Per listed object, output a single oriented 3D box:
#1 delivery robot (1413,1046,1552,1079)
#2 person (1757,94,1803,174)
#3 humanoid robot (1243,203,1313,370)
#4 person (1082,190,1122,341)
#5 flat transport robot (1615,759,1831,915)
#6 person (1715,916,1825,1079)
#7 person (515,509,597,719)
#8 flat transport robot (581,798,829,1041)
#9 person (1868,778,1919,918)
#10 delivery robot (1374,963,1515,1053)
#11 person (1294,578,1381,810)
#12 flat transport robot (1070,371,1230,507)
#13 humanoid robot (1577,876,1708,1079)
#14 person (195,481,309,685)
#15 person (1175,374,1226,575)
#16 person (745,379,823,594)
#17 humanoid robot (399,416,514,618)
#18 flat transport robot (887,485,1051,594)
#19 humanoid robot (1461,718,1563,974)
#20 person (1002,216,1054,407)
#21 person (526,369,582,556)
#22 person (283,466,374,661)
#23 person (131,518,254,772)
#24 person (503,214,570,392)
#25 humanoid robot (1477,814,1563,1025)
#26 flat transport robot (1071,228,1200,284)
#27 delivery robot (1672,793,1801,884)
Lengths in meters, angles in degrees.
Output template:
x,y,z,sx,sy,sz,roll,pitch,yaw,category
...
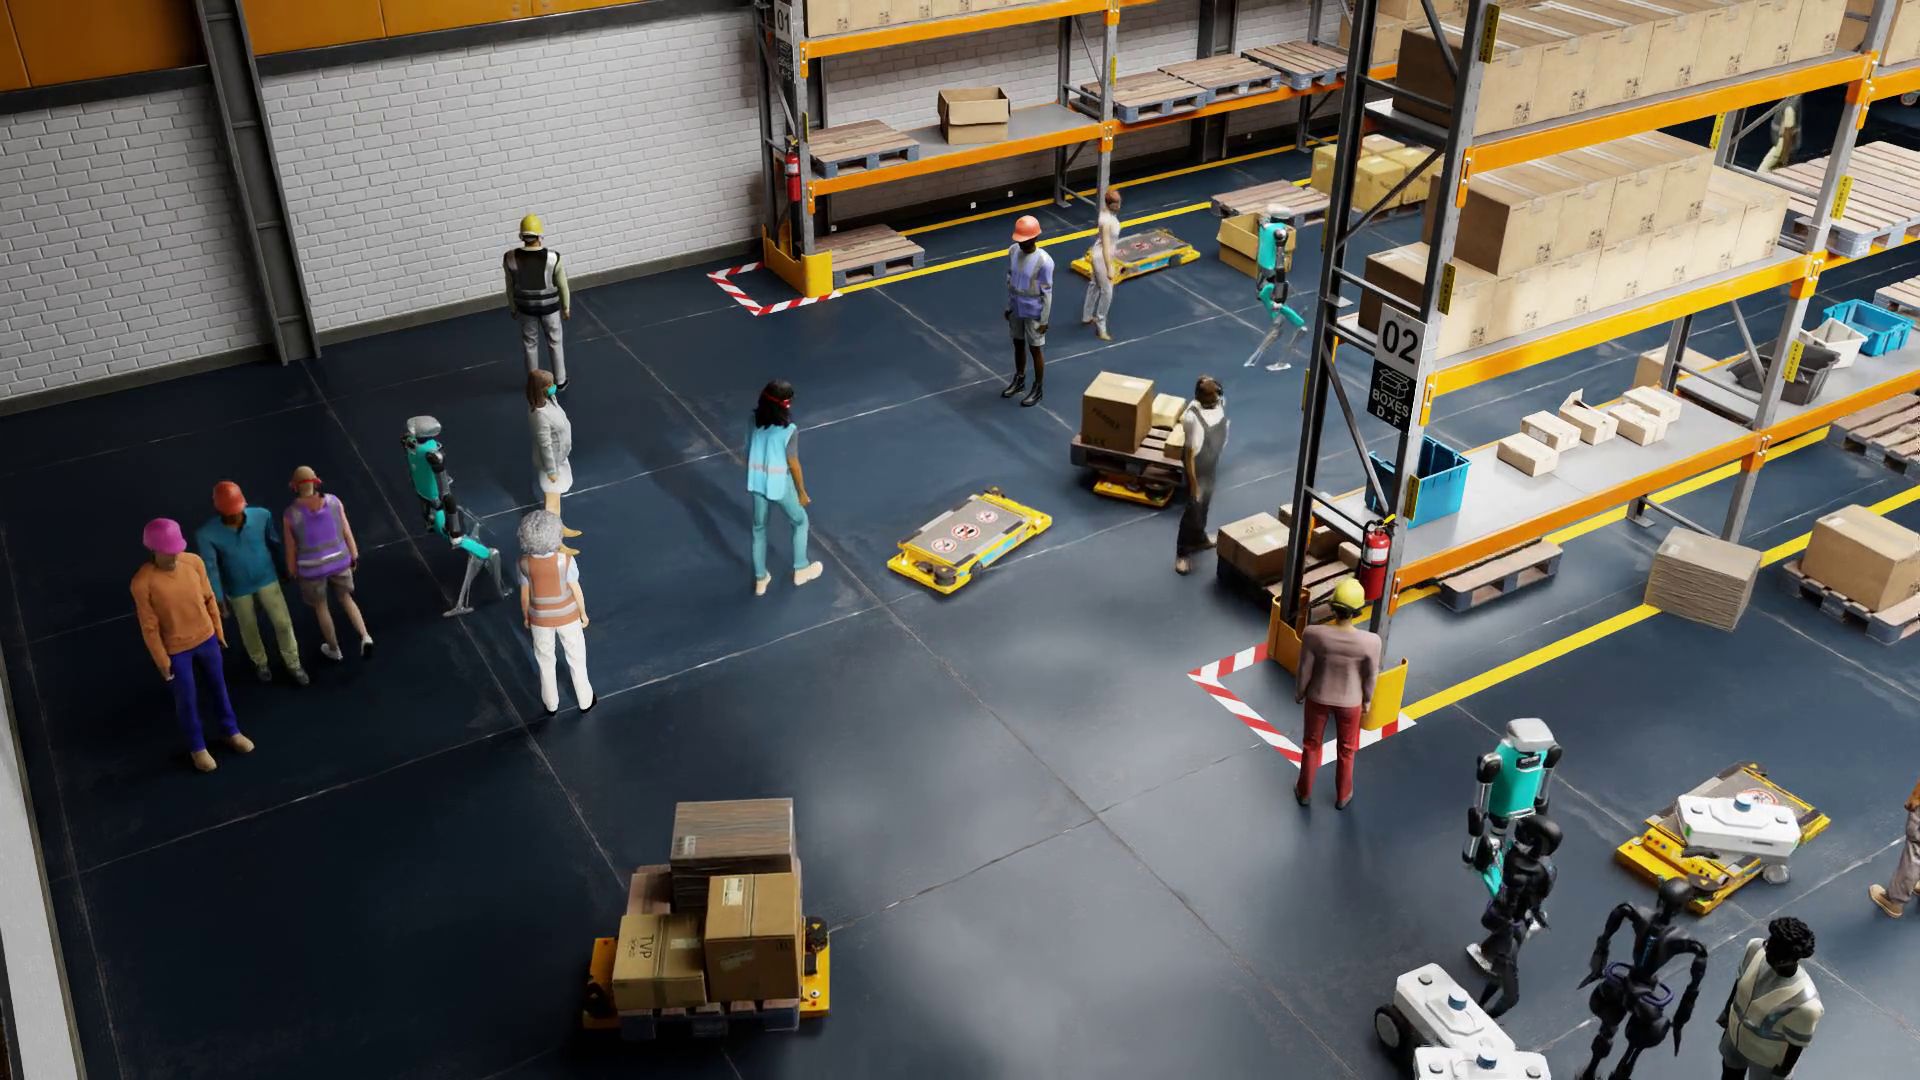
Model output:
x,y,z,sx,sy,sz,roll,pitch,yaw,category
2.847,3.000,9.046,0.811,0.611,0.499,2,32,3,delivery robot
10.138,-4.833,20.346,0.840,1.810,0.577,15,35,22,person
3.244,-2.516,16.736,0.765,1.813,0.564,-8,33,-13,humanoid robot
1.484,-2.939,17.488,0.377,1.627,0.548,5,32,7,person
5.064,1.936,10.996,1.431,0.231,0.659,-21,38,-29,flat transport robot
4.133,2.594,8.610,0.319,1.692,0.535,-8,33,-12,person
-2.898,0.541,11.880,0.458,1.688,0.305,-3,32,-5,person
-1.503,2.584,9.963,1.431,0.231,0.659,-2,32,-3,flat transport robot
6.038,1.552,10.198,0.461,1.769,0.344,-7,33,-10,person
2.767,2.764,9.401,0.499,0.589,0.784,-14,35,-21,delivery robot
2.479,1.032,11.036,0.524,1.760,0.335,8,33,12,person
1.772,-0.762,15.300,0.659,0.231,1.431,13,34,20,flat transport robot
3.572,2.450,8.854,0.432,1.637,0.593,-28,41,-36,humanoid robot
-5.168,0.340,12.162,0.578,1.730,0.643,-20,37,-29,person
2.014,-0.600,13.602,0.349,1.813,0.682,23,39,32,person
-1.446,-0.431,13.296,0.509,1.842,0.600,16,35,23,person
-3.869,-0.208,13.121,0.785,1.858,0.553,-28,41,-37,humanoid robot
0.093,-0.017,14.112,0.659,0.231,1.431,23,39,32,flat transport robot
3.255,1.914,9.677,0.537,1.824,0.666,-11,34,-17,humanoid robot
0.639,-2.219,16.067,0.376,1.930,0.541,-28,41,-37,person
-3.373,-0.658,13.822,0.336,1.659,0.496,-3,32,-5,person
-4.722,0.228,12.398,0.509,1.676,0.516,-25,40,-34,person
-5.277,0.697,11.372,0.423,1.974,0.531,24,39,33,person
-4.117,-2.303,16.300,0.600,1.819,0.403,-3,32,-5,person
3.108,2.162,9.309,0.323,1.649,0.584,21,38,30,humanoid robot
2.047,-3.299,19.345,1.431,0.231,0.659,-21,38,-29,flat transport robot
4.993,1.908,10.787,0.815,0.611,0.499,6,33,9,delivery robot
